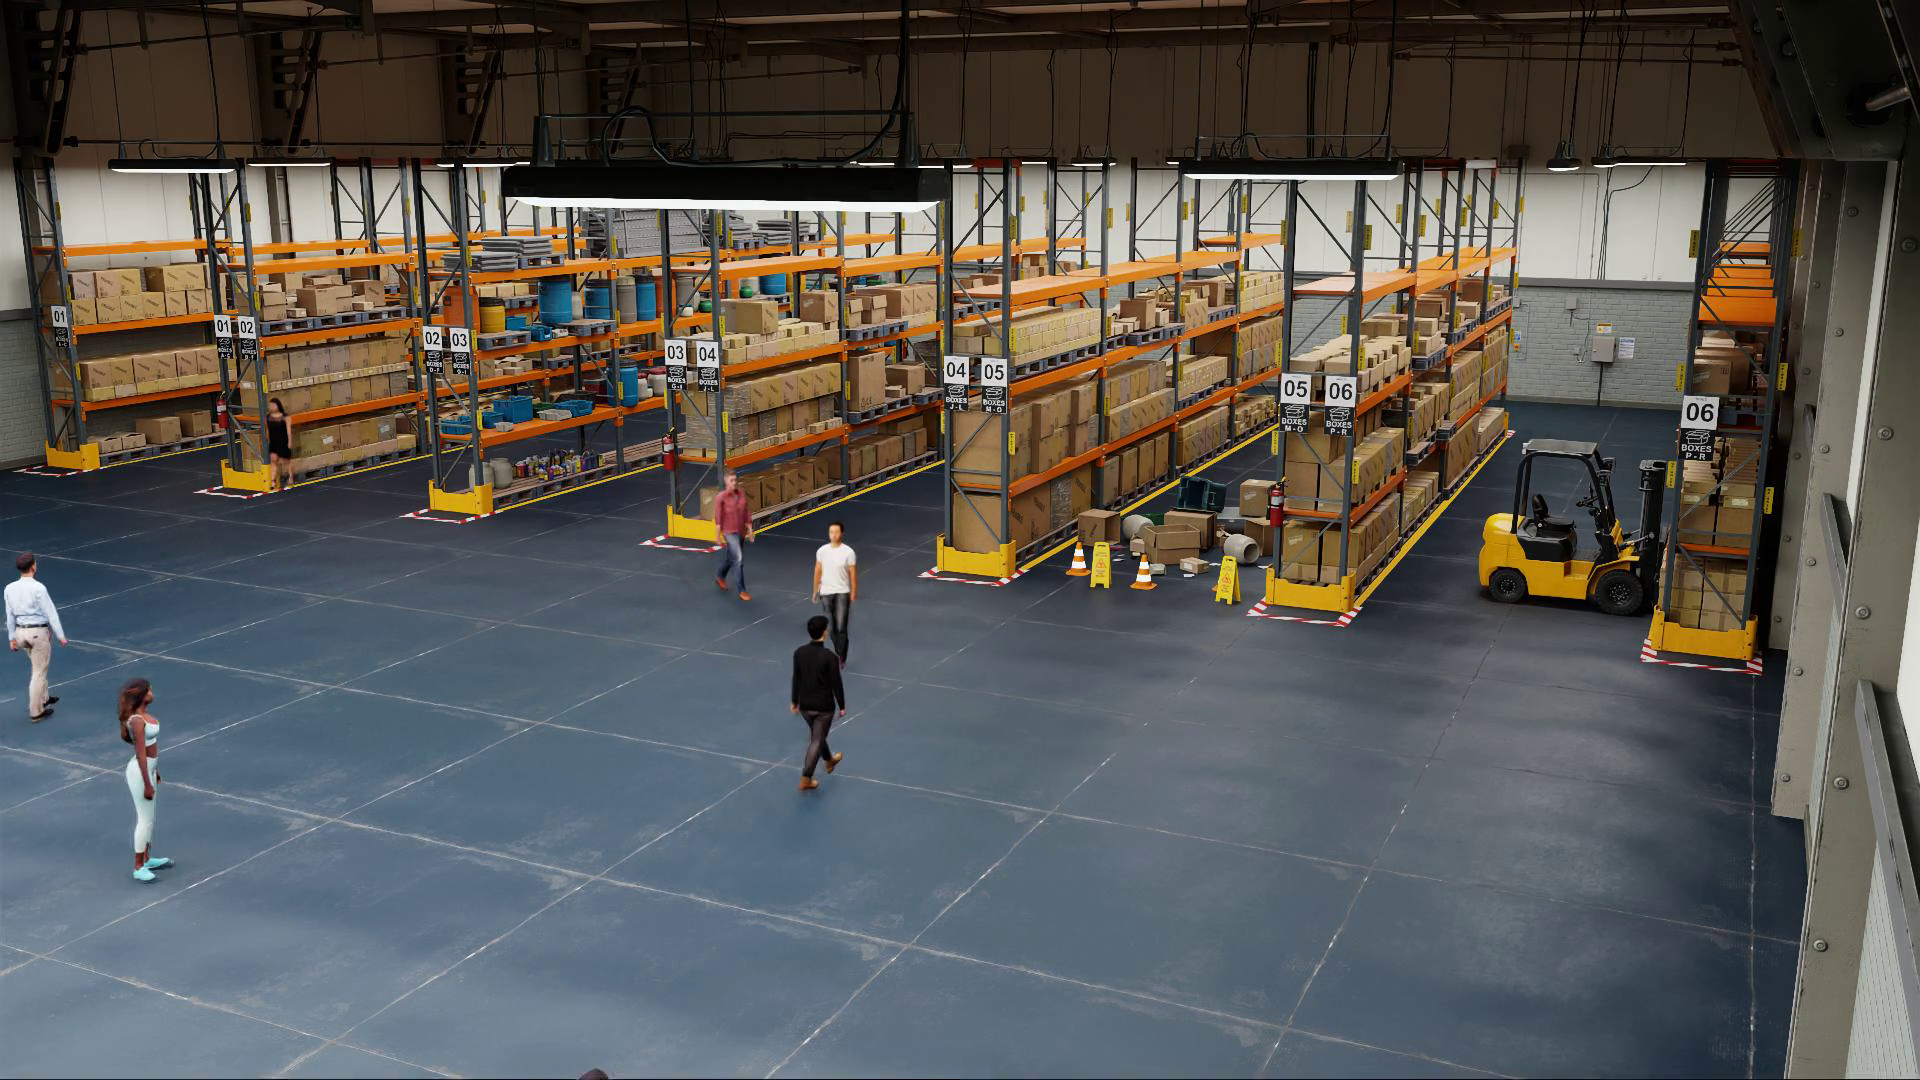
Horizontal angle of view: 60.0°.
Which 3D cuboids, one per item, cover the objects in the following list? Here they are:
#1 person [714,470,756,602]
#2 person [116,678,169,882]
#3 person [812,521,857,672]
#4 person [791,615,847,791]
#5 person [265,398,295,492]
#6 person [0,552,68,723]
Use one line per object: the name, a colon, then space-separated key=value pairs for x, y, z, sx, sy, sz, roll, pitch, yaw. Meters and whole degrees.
person: x=-3.207 y=-0.082 z=23.168 sx=1.018 sy=1.781 sz=1.273 roll=12 pitch=18 yaw=43
person: x=-6.975 y=2.034 z=14.184 sx=0.812 sy=1.713 sz=0.757 roll=-2 pitch=13 yaw=-10
person: x=-1.474 y=0.635 z=20.077 sx=0.735 sy=1.780 sz=0.907 roll=4 pitch=14 yaw=16
person: x=-1.416 y=1.605 z=16.099 sx=0.693 sy=1.686 sz=1.077 roll=7 pitch=15 yaw=27
person: x=-12.481 y=-1.748 z=30.627 sx=0.949 sy=1.663 sz=1.174 roll=0 pitch=13 yaw=1
person: x=-10.105 y=1.079 z=18.053 sx=0.763 sy=1.829 sz=0.910 roll=3 pitch=13 yaw=12
